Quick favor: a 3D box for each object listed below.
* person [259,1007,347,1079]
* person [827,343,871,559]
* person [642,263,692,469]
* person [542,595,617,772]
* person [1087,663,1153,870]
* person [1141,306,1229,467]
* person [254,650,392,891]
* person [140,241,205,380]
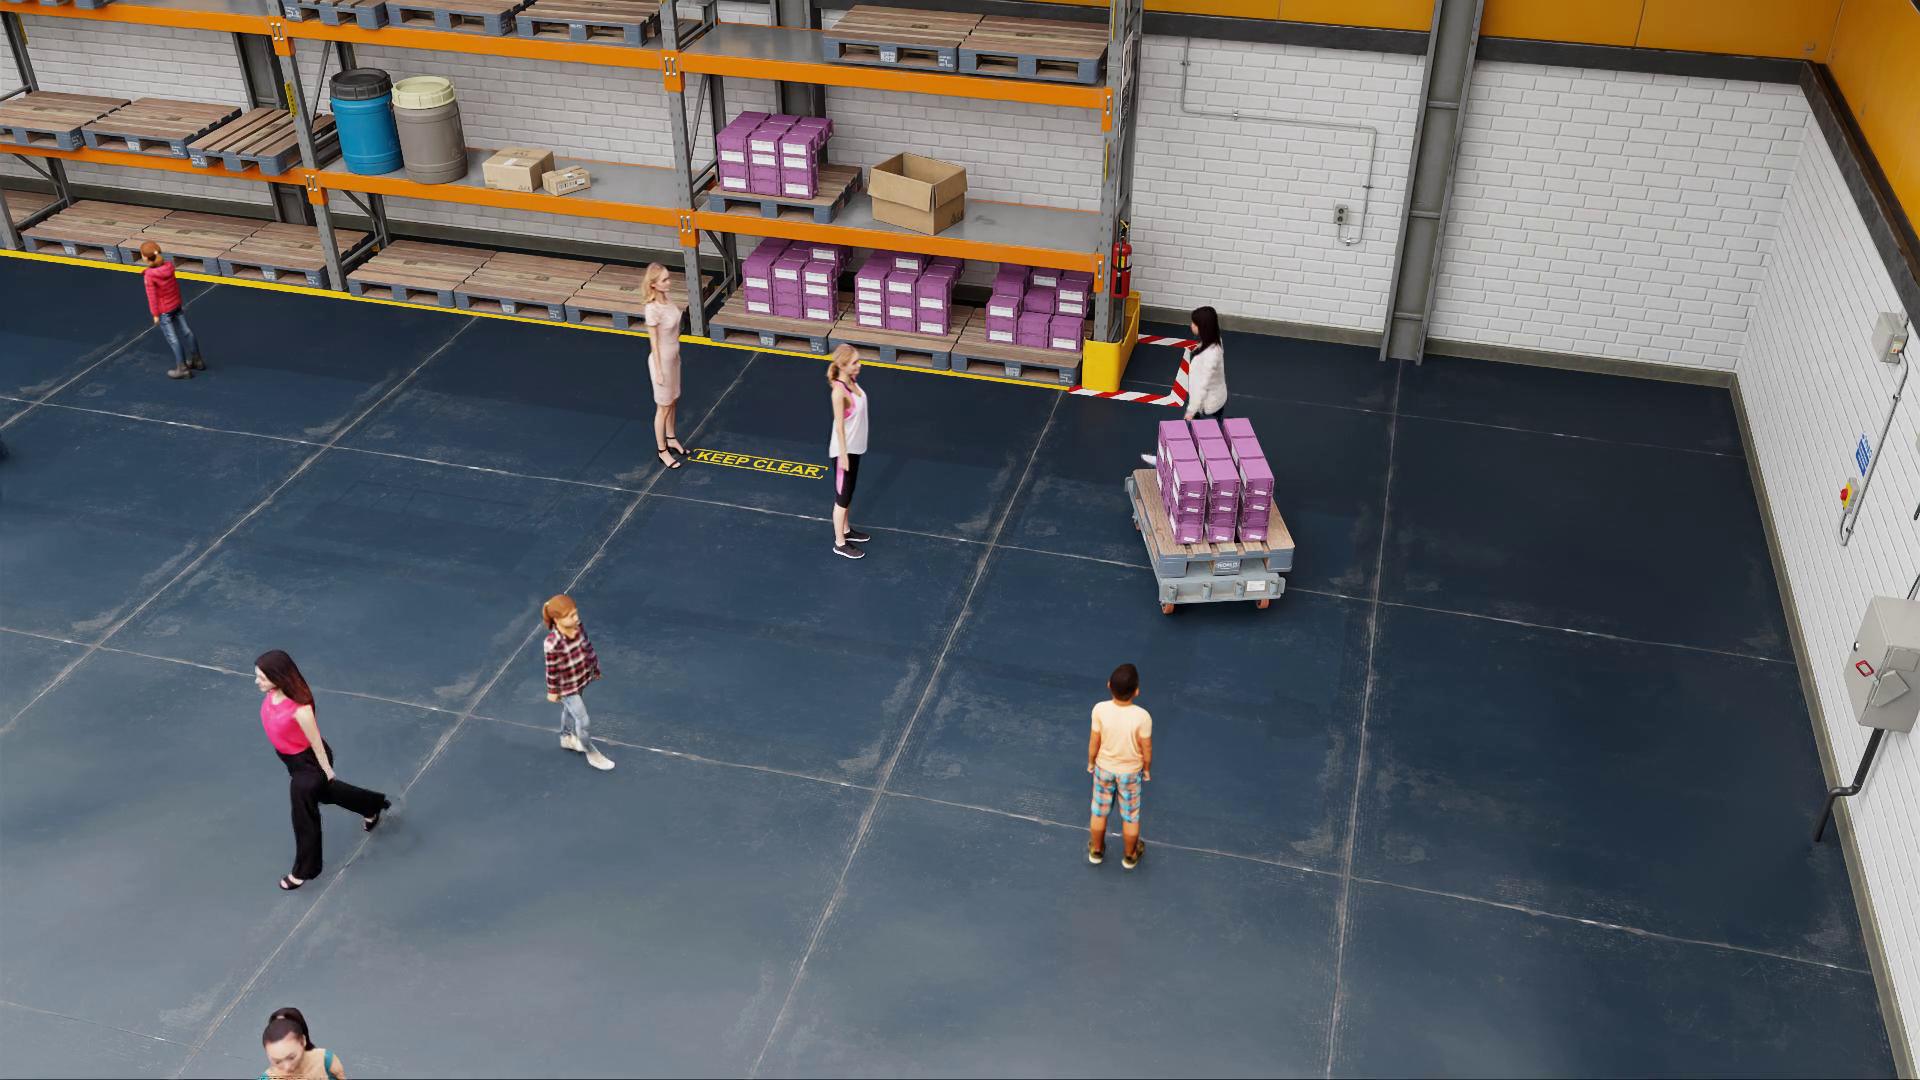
[{"bbox_3d":[-2.927,2.766,7.634,0.609,1.687,0.676,-17,37,-24],"label":"person"},{"bbox_3d":[-0.874,-0.701,12.760,0.542,1.786,0.631,5,34,8],"label":"person"},{"bbox_3d":[-2.466,-1.470,13.877,0.489,1.829,0.569,8,34,12],"label":"person"},{"bbox_3d":[-2.590,0.890,10.817,0.747,1.288,0.596,13,36,19],"label":"person"},{"bbox_3d":[0.950,1.356,9.960,0.410,1.461,0.591,7,34,11],"label":"person"},{"bbox_3d":[2.108,-1.155,13.612,1.072,1.599,0.769,3,34,4],"label":"person"},{"bbox_3d":[-3.828,1.293,9.899,0.988,1.633,1.043,-27,42,-34],"label":"person"},{"bbox_3d":[-7.285,-2.130,15.336,0.479,1.313,0.501,10,35,14],"label":"person"}]
